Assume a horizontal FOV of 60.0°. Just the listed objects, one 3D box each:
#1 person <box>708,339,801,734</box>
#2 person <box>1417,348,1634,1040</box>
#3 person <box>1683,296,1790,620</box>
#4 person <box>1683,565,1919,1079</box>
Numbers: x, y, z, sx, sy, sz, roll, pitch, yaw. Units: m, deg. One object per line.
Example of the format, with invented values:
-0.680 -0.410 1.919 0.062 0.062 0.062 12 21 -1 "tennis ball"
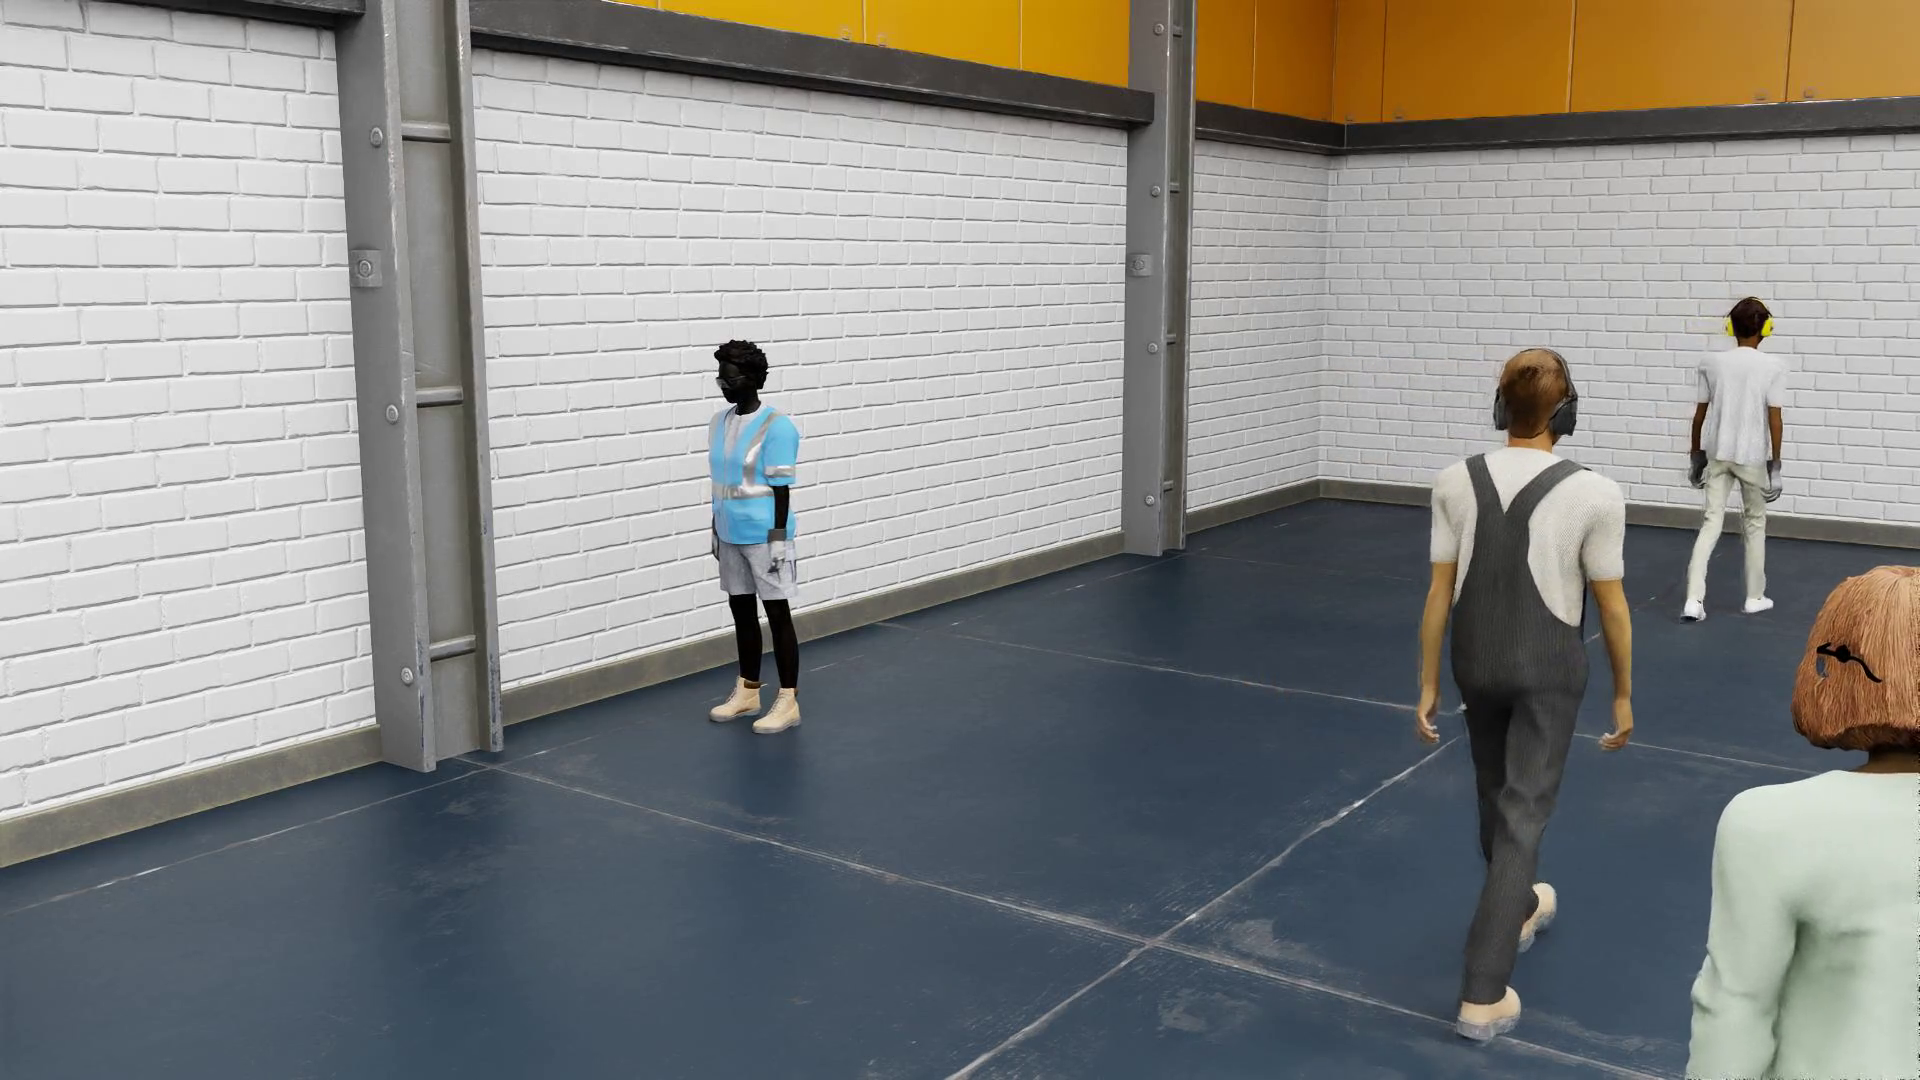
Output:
-0.904 -0.017 7.187 0.532 1.691 0.319 9 13 41 "person"
1.558 0.377 4.546 0.524 1.792 0.944 8 13 41 "person"
4.386 -0.454 9.388 0.551 1.832 0.883 9 13 42 "person"
1.244 0.846 2.264 0.512 1.623 0.321 0 10 3 "person"
